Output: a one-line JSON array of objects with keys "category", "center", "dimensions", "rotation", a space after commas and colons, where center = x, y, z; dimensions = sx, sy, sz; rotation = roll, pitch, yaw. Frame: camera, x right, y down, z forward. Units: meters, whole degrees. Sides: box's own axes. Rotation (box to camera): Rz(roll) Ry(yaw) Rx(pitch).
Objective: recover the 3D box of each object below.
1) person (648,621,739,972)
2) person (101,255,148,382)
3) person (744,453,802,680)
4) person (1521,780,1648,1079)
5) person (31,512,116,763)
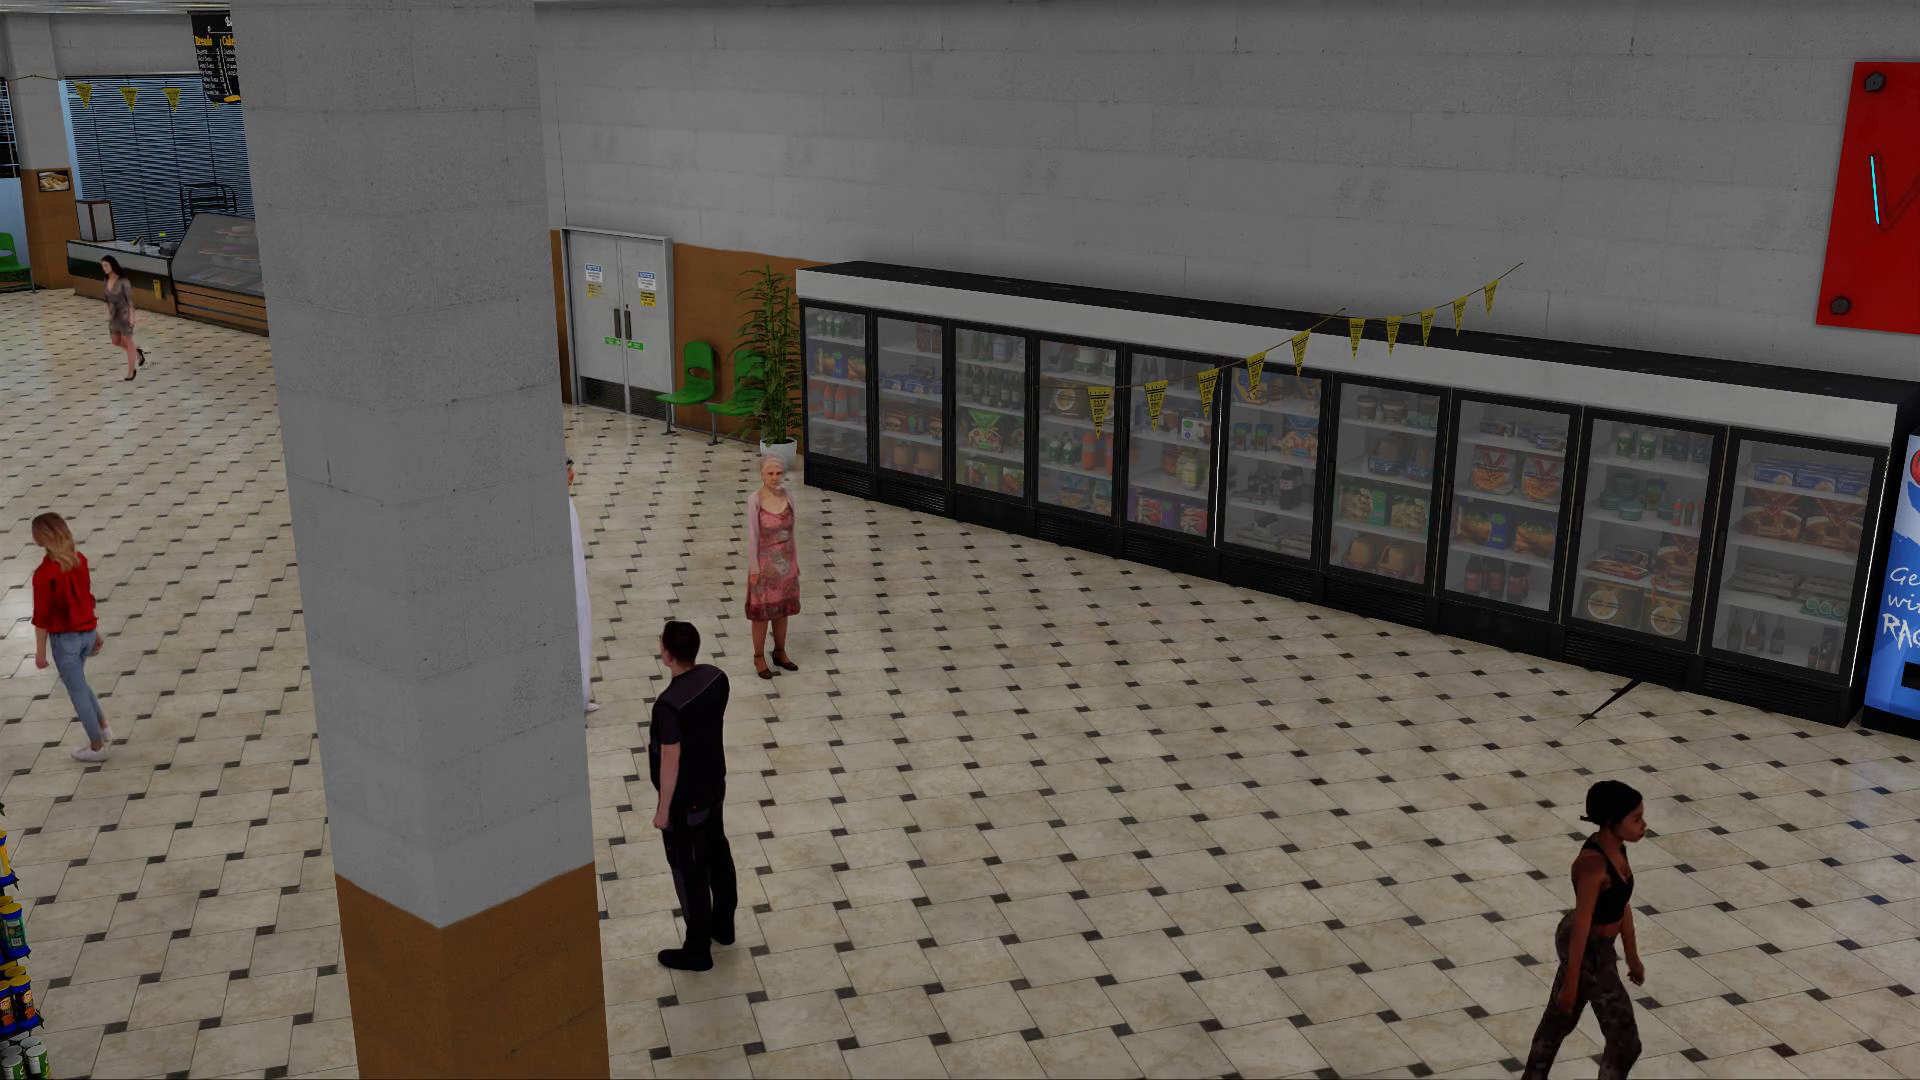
[{"category": "person", "center": [-1.359, 1.282, 8.465], "dimensions": [0.852, 1.845, 0.654], "rotation": [7, 18, 21]}, {"category": "person", "center": [-11.550, -3.083, 23.044], "dimensions": [0.827, 1.727, 0.942], "rotation": [4, 17, 12]}, {"category": "person", "center": [-1.401, 0.174, 12.374], "dimensions": [0.558, 1.694, 0.679], "rotation": [-14, 22, -39]}, {"category": "person", "center": [2.590, 1.787, 7.094], "dimensions": [0.728, 1.674, 0.818], "rotation": [9, 19, 27]}, {"category": "person", "center": [-5.686, 0.657, 10.780], "dimensions": [0.771, 1.695, 0.676], "rotation": [2, 17, 7]}]
